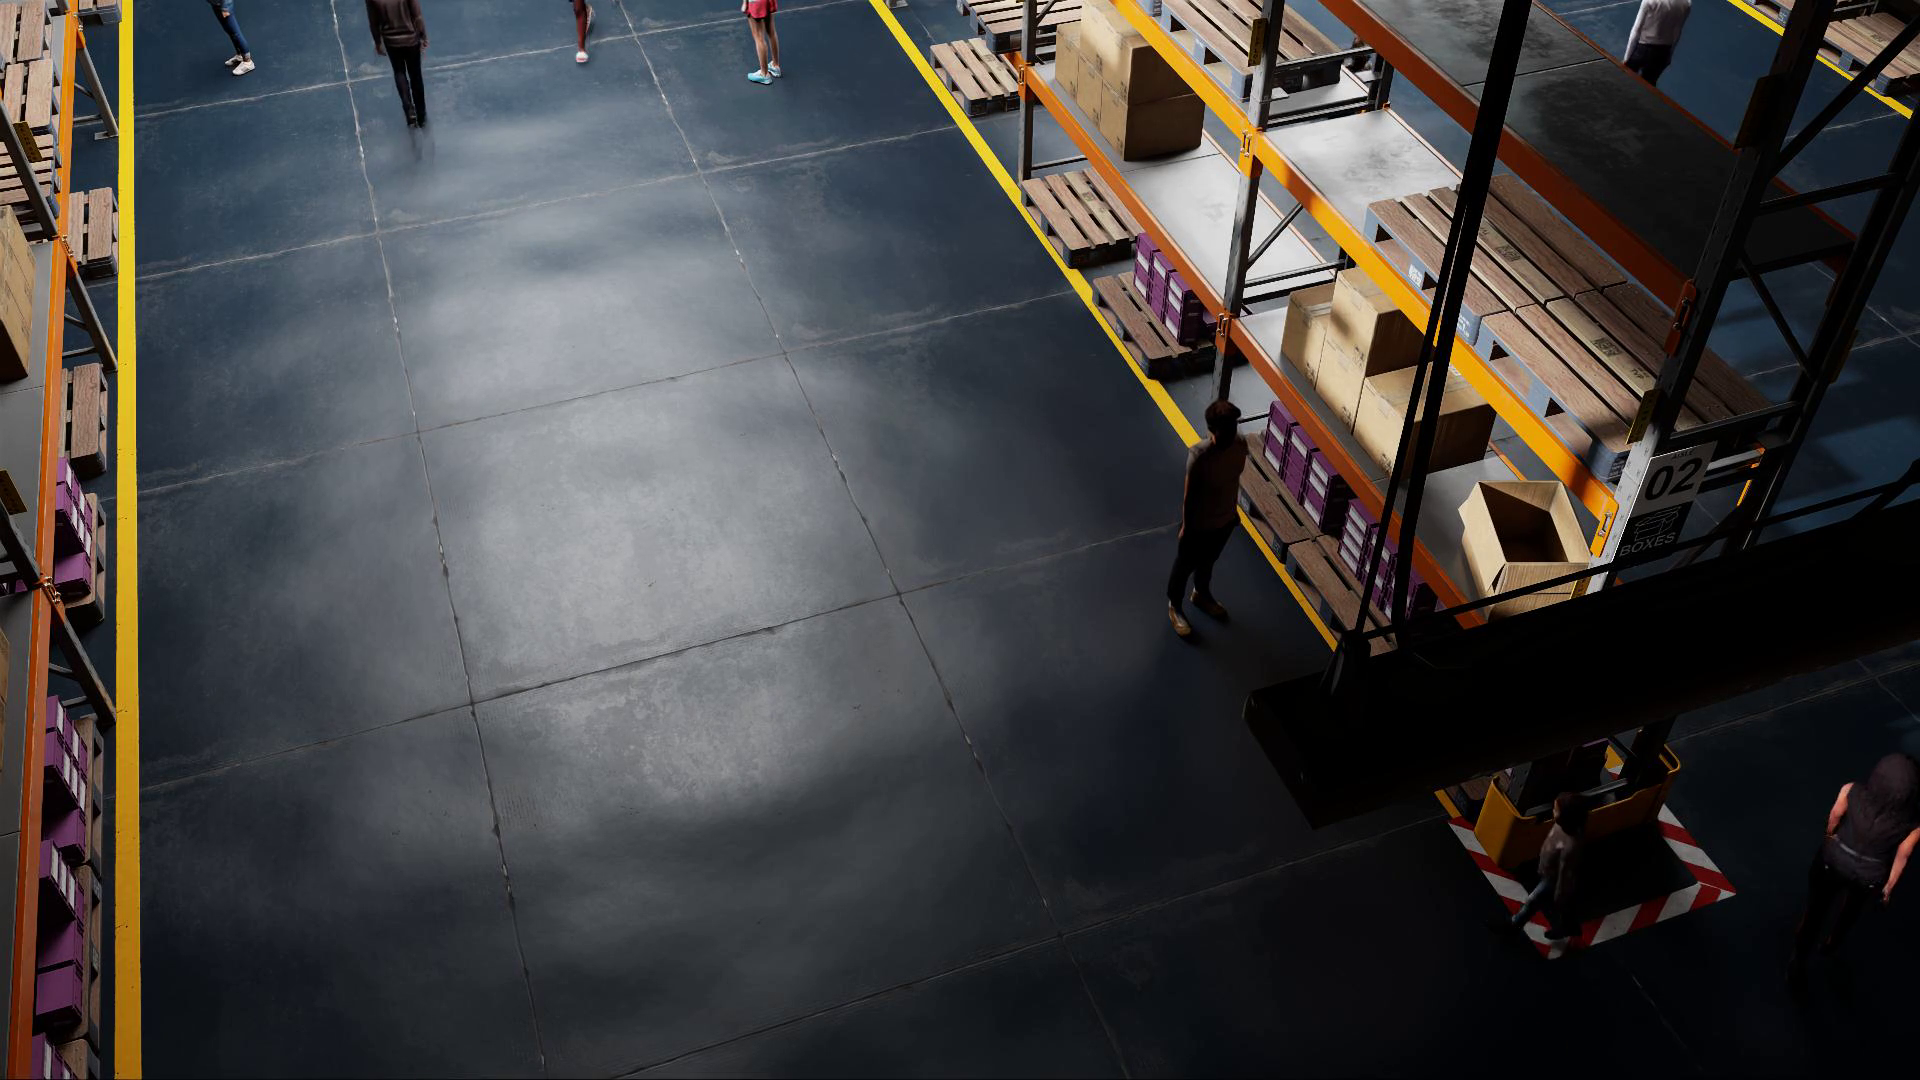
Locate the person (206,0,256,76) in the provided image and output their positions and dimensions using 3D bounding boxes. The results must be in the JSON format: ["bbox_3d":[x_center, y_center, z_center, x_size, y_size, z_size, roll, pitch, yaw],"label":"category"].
[{"bbox_3d":[-7.507,-5.479,16.903,0.679,1.476,0.515,-26,49,-25],"label":"person"}]

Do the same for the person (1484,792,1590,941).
[{"bbox_3d":[3.425,1.891,9.395,0.831,1.161,0.815,9,44,9],"label":"person"}]

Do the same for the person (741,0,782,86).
[{"bbox_3d":[-2.016,-5.441,16.654,0.740,1.764,0.702,24,49,23],"label":"person"}]

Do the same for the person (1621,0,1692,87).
[{"bbox_3d":[6.492,-4.520,15.624,0.768,1.852,0.815,3,44,3],"label":"person"}]

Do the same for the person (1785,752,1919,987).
[{"bbox_3d":[4.802,1.856,9.026,0.825,1.721,0.875,25,49,24],"label":"person"}]

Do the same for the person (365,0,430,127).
[{"bbox_3d":[-5.346,-4.735,15.918,0.752,1.757,0.689,-14,45,-14],"label":"person"}]

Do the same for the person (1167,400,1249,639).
[{"bbox_3d":[1.647,-0.173,11.029,0.683,1.896,0.630,-23,48,-23],"label":"person"}]

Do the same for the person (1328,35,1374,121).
[{"bbox_3d":[3.447,-3.771,14.965,0.631,1.676,1.103,-10,45,-11],"label":"person"}]
